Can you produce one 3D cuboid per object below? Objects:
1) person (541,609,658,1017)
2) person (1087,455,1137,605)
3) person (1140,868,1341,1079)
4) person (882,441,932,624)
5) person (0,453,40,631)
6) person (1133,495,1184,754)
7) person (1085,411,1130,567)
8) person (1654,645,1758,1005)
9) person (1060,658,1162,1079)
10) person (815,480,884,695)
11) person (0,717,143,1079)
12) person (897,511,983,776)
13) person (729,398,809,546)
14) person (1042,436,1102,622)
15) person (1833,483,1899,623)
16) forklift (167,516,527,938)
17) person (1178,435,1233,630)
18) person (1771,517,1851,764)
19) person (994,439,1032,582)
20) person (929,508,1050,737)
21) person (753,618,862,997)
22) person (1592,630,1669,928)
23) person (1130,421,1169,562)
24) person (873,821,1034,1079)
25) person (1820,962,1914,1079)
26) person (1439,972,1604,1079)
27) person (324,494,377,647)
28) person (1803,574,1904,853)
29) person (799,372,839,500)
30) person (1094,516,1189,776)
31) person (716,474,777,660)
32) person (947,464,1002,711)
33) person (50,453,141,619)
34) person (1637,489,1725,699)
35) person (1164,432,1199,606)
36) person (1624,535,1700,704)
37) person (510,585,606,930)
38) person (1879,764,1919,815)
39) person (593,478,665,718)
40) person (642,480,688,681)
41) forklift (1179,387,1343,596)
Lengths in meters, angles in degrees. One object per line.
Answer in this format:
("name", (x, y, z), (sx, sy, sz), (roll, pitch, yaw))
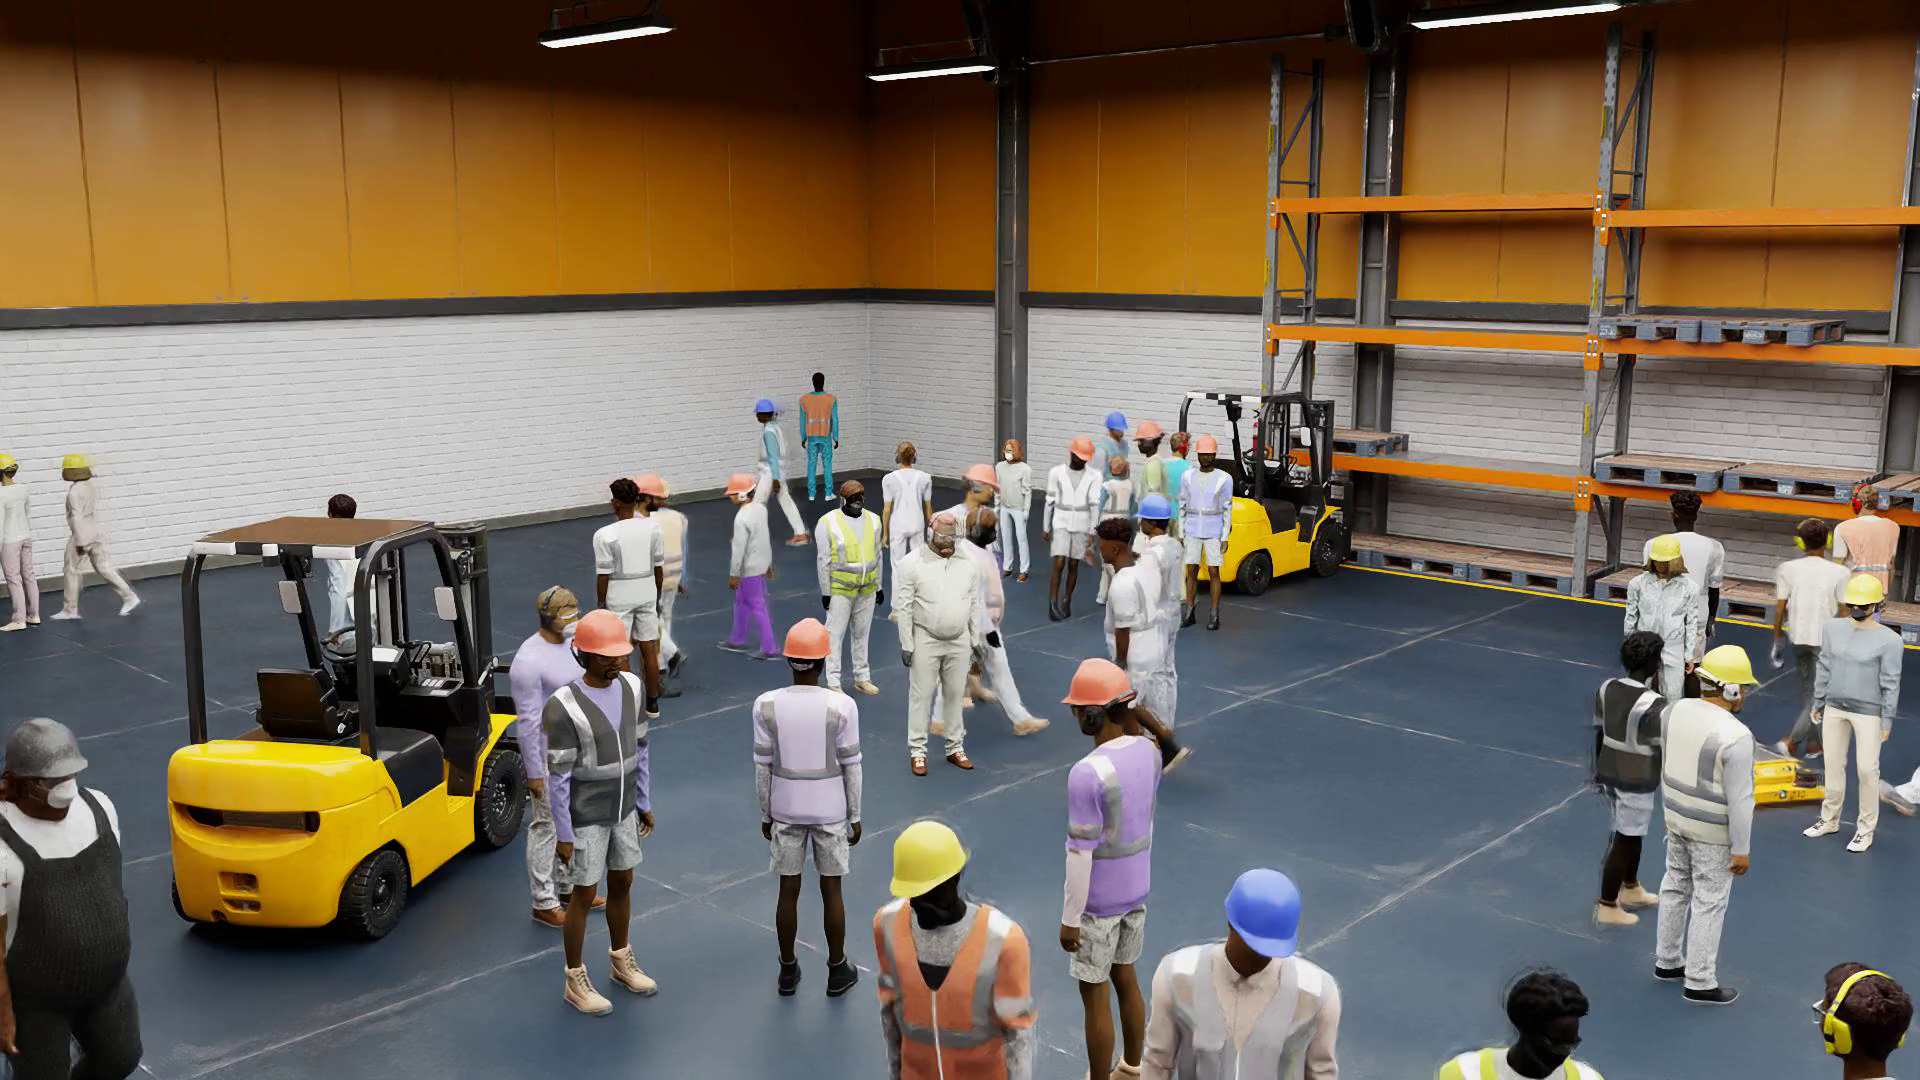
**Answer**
("person", (-1.746, 1.333, 8.197), (0.410, 2.036, 0.607), (7, 12, 36))
("person", (1.625, -0.078, 17.433), (0.574, 1.605, 0.561), (-10, 14, -43))
("person", (0.905, 1.898, 5.402), (0.632, 1.892, 0.927), (3, 10, 17))
("person", (-0.535, -0.074, 16.717), (0.515, 1.844, 0.333), (-2, 10, -14))
("person", (-9.367, 0.018, 16.428), (0.308, 1.769, 0.524), (1, 10, 4))
("person", (1.465, 0.626, 12.444), (0.385, 1.948, 0.603), (5, 11, 24))
("person", (1.706, -0.562, 19.335), (0.836, 1.917, 0.635), (7, 12, 36))
("person", (3.732, 1.417, 8.312), (0.403, 1.821, 0.601), (-2, 10, -14))
("person", (0.614, 1.510, 7.184), (0.411, 2.032, 0.611), (7, 12, 36))
("person", (-0.903, 0.412, 13.965), (0.621, 1.845, 0.430), (-6, 12, -32))
("person", (-3.474, 1.641, 6.400), (0.578, 2.000, 0.699), (5, 11, 26))
("person", (-0.130, 0.734, 11.963), (0.639, 1.904, 0.407), (-4, 11, -22))
("person", (-2.381, -0.843, 20.984), (1.020, 1.893, 0.626), (1, 10, 4))
("person", (1.134, -0.104, 16.780), (0.587, 1.886, 0.707), (0, 10, 0))
("person", (7.449, 0.453, 13.750), (0.560, 1.837, 0.391), (-1, 10, -8))
("forklift", (-3.583, 0.976, 9.748), (1.214, 2.155, 2.313), (2, 10, 11))
("person", (2.415, -0.077, 16.463), (0.545, 1.942, 0.351), (4, 11, 24))
("person", (6.200, 0.750, 12.101), (0.846, 1.824, 0.538), (-8, 13, -39))
("person", (0.601, -0.341, 18.875), (0.502, 1.629, 0.289), (8, 13, 38))
("person", (0.182, 0.657, 12.724), (0.934, 1.794, 0.634), (3, 11, 19))
("person", (-0.756, 1.347, 8.370), (0.545, 1.938, 0.355), (1, 10, 5))
("person", (3.821, 1.328, 9.220), (0.613, 1.680, 0.543), (-2, 10, -10))
("person", (1.919, -0.200, 16.935), (0.435, 2.019, 0.632), (2, 10, 12))
("person", (-0.048, 1.863, 5.603), (0.612, 1.867, 0.980), (3, 10, 18))
("person", (2.409, 2.060, 4.542), (0.512, 1.862, 0.322), (-2, 10, -10))
("person", (1.679, 2.062, 5.113), (0.539, 1.650, 0.903), (2, 10, 11))
("person", (-4.611, 0.599, 12.684), (0.372, 1.916, 0.597), (2, 10, 11))
("person", (5.608, 1.073, 10.445), (0.342, 1.761, 0.524), (-6, 11, -29))
("person", (-2.104, -1.545, 24.880), (0.591, 1.922, 0.390), (1, 10, 7))
("person", (1.219, 0.796, 11.513), (0.614, 1.940, 0.618), (2, 10, 13))
("person", (-2.020, 0.244, 15.263), (0.779, 1.712, 0.585), (2, 10, 14))
("person", (0.078, 0.392, 13.646), (0.661, 2.003, 0.391), (-10, 14, -44))
("person", (-8.847, -0.040, 16.932), (0.816, 1.708, 0.496), (0, 10, 0))
("person", (5.463, 0.588, 12.649), (0.599, 1.959, 0.378), (0, 10, 0))
("person", (2.279, -0.227, 17.590), (0.376, 1.844, 0.571), (-7, 12, -34))
("person", (5.029, 0.816, 11.963), (0.492, 1.736, 0.328), (4, 11, 20))
("person", (-2.243, 1.196, 9.262), (0.379, 1.931, 0.635), (3, 10, 18))
("person", (6.536, 0.978, 10.754), (0.608, 1.829, 0.989), (-7, 12, -34))
("person", (-2.631, 0.479, 13.233), (0.604, 1.965, 0.367), (-8, 13, -38))
("person", (-2.579, 0.348, 14.406), (0.622, 1.815, 0.606), (7, 12, 37))
("forklift", (3.298, -0.608, 18.767), (1.214, 2.155, 2.313), (9, 13, 42))
